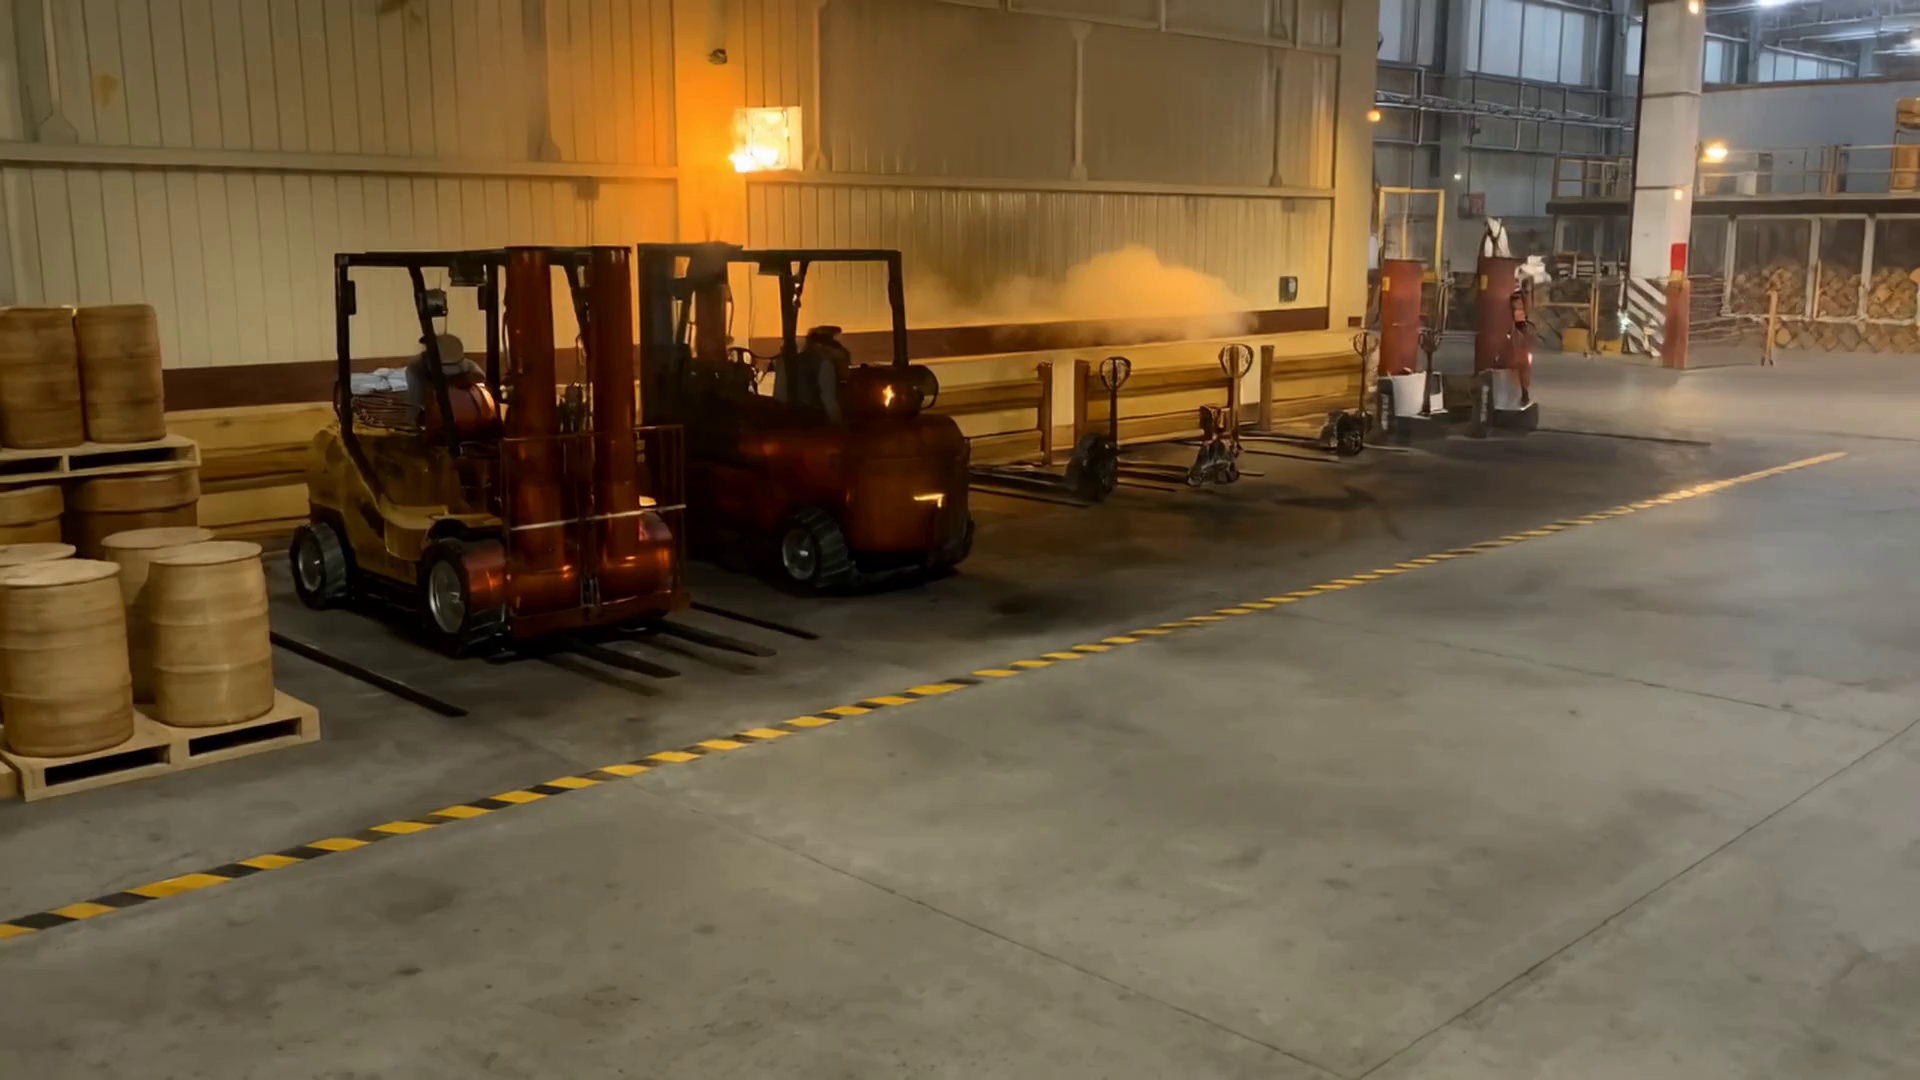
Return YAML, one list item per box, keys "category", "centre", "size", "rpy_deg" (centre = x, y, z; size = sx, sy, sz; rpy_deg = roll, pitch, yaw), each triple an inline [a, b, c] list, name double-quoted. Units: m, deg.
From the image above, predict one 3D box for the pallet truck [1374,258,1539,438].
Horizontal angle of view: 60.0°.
- category: "pallet truck"
  centre: [5.704, -2.208, 18.901]
  size: [1.885, 1.965, 0.823]
  rpy_deg: [10, 14, 43]

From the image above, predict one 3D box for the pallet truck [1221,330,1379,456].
- category: "pallet truck"
  centre: [3.563, -1.581, 17.381]
  size: [0.653, 1.274, 1.630]
  rpy_deg: [-10, 14, -44]

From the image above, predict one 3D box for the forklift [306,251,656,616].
- category: "forklift"
  centre: [-2.833, -0.669, 9.694]
  size: [1.157, 1.987, 2.680]
  rpy_deg: [-10, 14, -44]

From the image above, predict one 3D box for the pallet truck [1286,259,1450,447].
- category: "pallet truck"
  centre: [4.493, -2.078, 18.196]
  size: [0.823, 1.965, 1.885]
  rpy_deg: [-9, 14, -40]

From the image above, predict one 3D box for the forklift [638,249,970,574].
- category: "forklift"
  centre: [-1.173, -0.958, 11.239]
  size: [2.680, 1.987, 1.157]
  rpy_deg: [10, 14, 43]

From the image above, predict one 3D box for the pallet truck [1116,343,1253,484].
- category: "pallet truck"
  centre: [1.962, -1.215, 15.415]
  size: [1.522, 1.261, 0.704]
  rpy_deg: [10, 14, 43]

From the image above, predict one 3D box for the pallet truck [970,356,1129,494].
- category: "pallet truck"
  centre: [0.784, -1.085, 14.876]
  size: [0.680, 1.201, 1.601]
  rpy_deg: [-10, 14, -44]
